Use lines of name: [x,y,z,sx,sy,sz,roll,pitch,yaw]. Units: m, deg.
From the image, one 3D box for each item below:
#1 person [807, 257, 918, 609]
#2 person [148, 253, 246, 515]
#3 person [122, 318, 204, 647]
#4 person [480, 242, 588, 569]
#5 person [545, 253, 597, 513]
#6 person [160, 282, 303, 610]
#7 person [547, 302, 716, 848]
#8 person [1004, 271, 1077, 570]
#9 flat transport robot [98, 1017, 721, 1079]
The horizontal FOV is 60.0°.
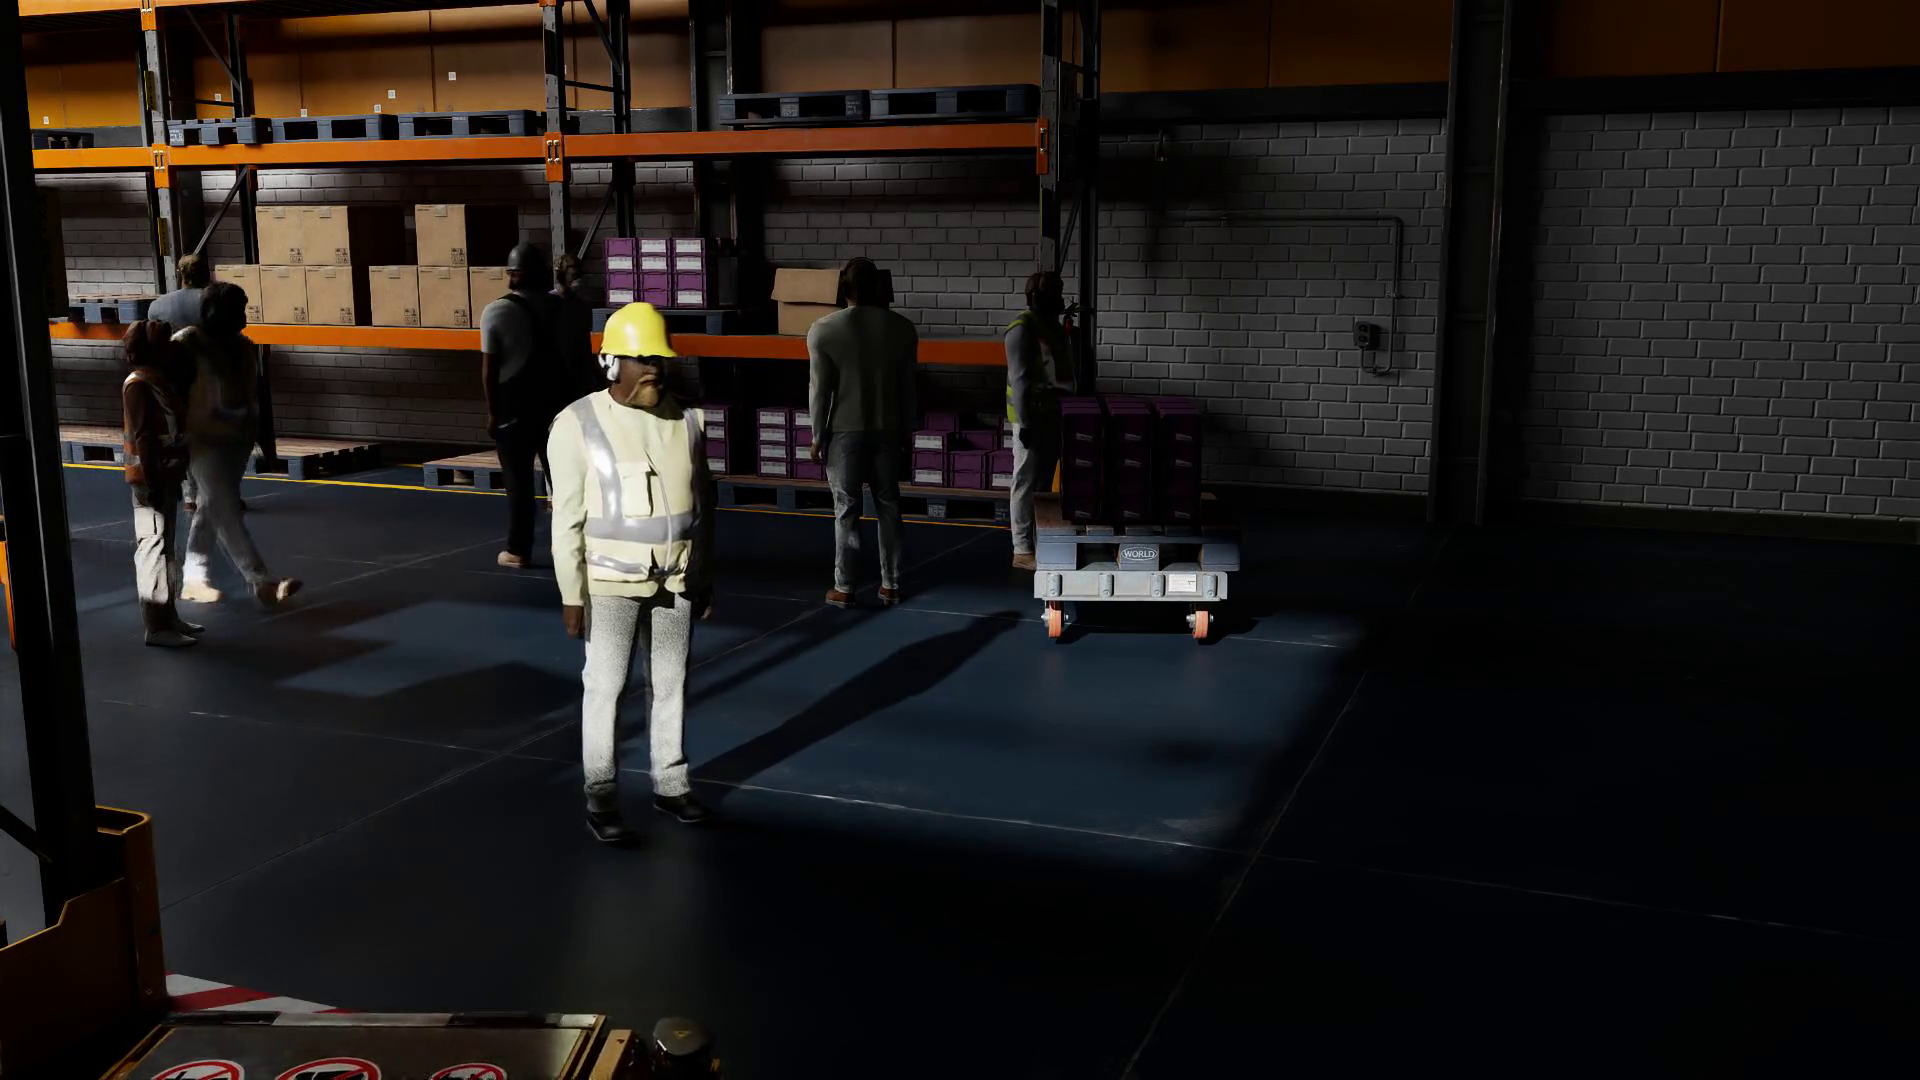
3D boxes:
person: [-0.537,-0.585,9.202,0.631,1.940,0.369,-4,11,-20]
person: [-5.650,-1.156,12.381,0.636,1.938,0.355,-3,11,-15]
person: [-4.039,-0.289,8.382,0.310,1.642,0.514,-3,11,-16]
person: [-2.680,-0.858,10.439,0.693,2.000,0.544,-8,13,-39]
person: [-2.921,-1.162,12.424,0.353,1.936,0.635,4,11,20]
person: [-3.994,-0.510,9.186,0.967,1.790,0.644,3,11,17]
person: [-1.079,0.119,5.602,0.593,1.825,0.403,-9,13,-39]
person: [0.512,-0.745,10.363,0.430,1.845,0.622,5,11,26]
flat transport robot: [-1.280,1.257,3.589,1.431,0.197,0.652,0,10,1]
